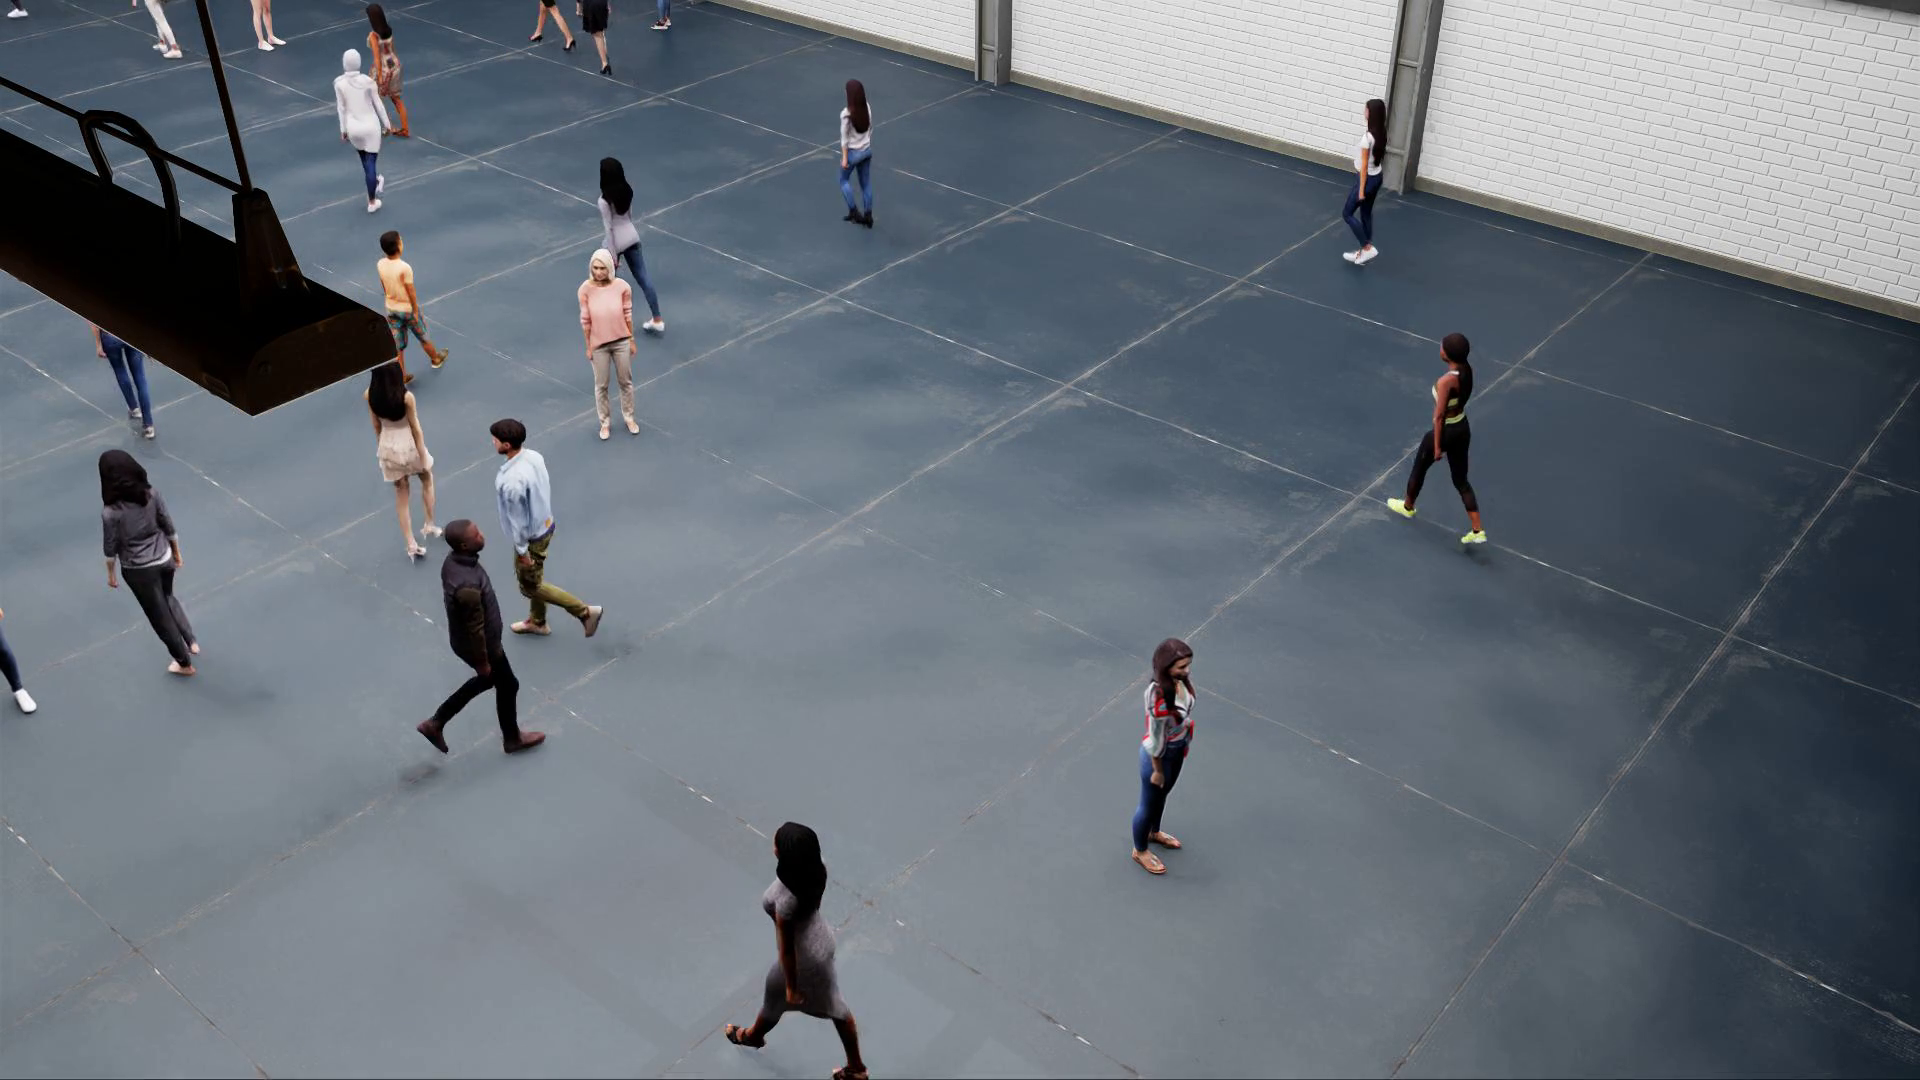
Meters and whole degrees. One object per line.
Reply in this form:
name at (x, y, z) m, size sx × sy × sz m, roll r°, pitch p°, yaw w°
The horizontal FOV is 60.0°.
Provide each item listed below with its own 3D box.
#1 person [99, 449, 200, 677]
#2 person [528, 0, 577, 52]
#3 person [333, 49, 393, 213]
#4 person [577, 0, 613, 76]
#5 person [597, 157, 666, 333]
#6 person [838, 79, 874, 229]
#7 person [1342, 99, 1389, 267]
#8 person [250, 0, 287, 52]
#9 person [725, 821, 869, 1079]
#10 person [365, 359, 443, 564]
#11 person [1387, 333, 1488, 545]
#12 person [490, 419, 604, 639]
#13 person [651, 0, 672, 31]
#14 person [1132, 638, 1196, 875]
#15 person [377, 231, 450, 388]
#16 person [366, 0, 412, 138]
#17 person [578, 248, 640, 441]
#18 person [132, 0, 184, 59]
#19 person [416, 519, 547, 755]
person at (-5.434, 0.209, 11.277) m, size 0.664 × 1.747 × 0.664 m, roll 16°, pitch 37°, yaw 23°
person at (-5.681, -7.593, 23.151) m, size 1.134 × 1.597 × 0.816 m, roll 12°, pitch 35°, yaw 17°
person at (-6.588, -4.466, 18.311) m, size 1.058 × 1.747 × 1.087 m, roll -1°, pitch 34°, yaw -1°
person at (-4.842, -7.089, 22.266) m, size 0.633 × 1.737 × 0.723 m, roll -28°, pitch 42°, yaw -35°
person at (-3.131, -2.753, 15.789) m, size 1.131 × 1.687 × 0.628 m, roll 24°, pitch 40°, yaw 31°
person at (-1.048, -4.130, 17.925) m, size 0.602 × 1.615 × 0.633 m, roll 28°, pitch 43°, yaw 35°
person at (4.257, -3.620, 17.022) m, size 0.631 × 1.766 × 0.582 m, roll 25°, pitch 41°, yaw 32°
person at (-9.860, -7.805, 23.328) m, size 0.669 × 1.754 × 0.651 m, roll 9°, pitch 35°, yaw 13°
person at (-0.690, 2.156, 8.352) m, size 1.105 × 1.744 × 0.732 m, roll 17°, pitch 37°, yaw 24°
person at (-4.231, -0.588, 12.505) m, size 0.751 × 1.717 × 0.807 m, roll 6°, pitch 34°, yaw 9°
person at (3.815, -0.735, 12.731) m, size 0.791 × 1.711 × 1.222 m, roll -19°, pitch 38°, yaw -26°
person at (-2.908, -0.023, 11.589) m, size 1.126 × 1.789 × 0.996 m, roll 4°, pitch 34°, yaw 6°
person at (-4.387, -8.261, 24.138) m, size 0.726 × 1.617 × 0.698 m, roll 8°, pitch 34°, yaw 11°
person at (1.196, 1.246, 9.838) m, size 0.562 × 1.613 × 0.622 m, roll 18°, pitch 37°, yaw 25°
person at (-5.045, -2.034, 14.935) m, size 0.927 × 1.434 × 0.854 m, roll 7°, pitch 34°, yaw 10°
person at (-6.914, -5.693, 20.261) m, size 0.780 × 1.633 × 0.766 m, roll 9°, pitch 35°, yaw 14°
person at (-2.981, -1.693, 14.160) m, size 0.681 × 1.724 × 0.694 m, roll -10°, pitch 35°, yaw -14°
person at (-11.032, -7.483, 22.903) m, size 0.923 × 1.689 × 0.788 m, roll 8°, pitch 34°, yaw 12°
person at (-3.121, 0.674, 10.516) m, size 1.034 × 1.815 × 1.086 m, roll -13°, pitch 36°, yaw -19°
